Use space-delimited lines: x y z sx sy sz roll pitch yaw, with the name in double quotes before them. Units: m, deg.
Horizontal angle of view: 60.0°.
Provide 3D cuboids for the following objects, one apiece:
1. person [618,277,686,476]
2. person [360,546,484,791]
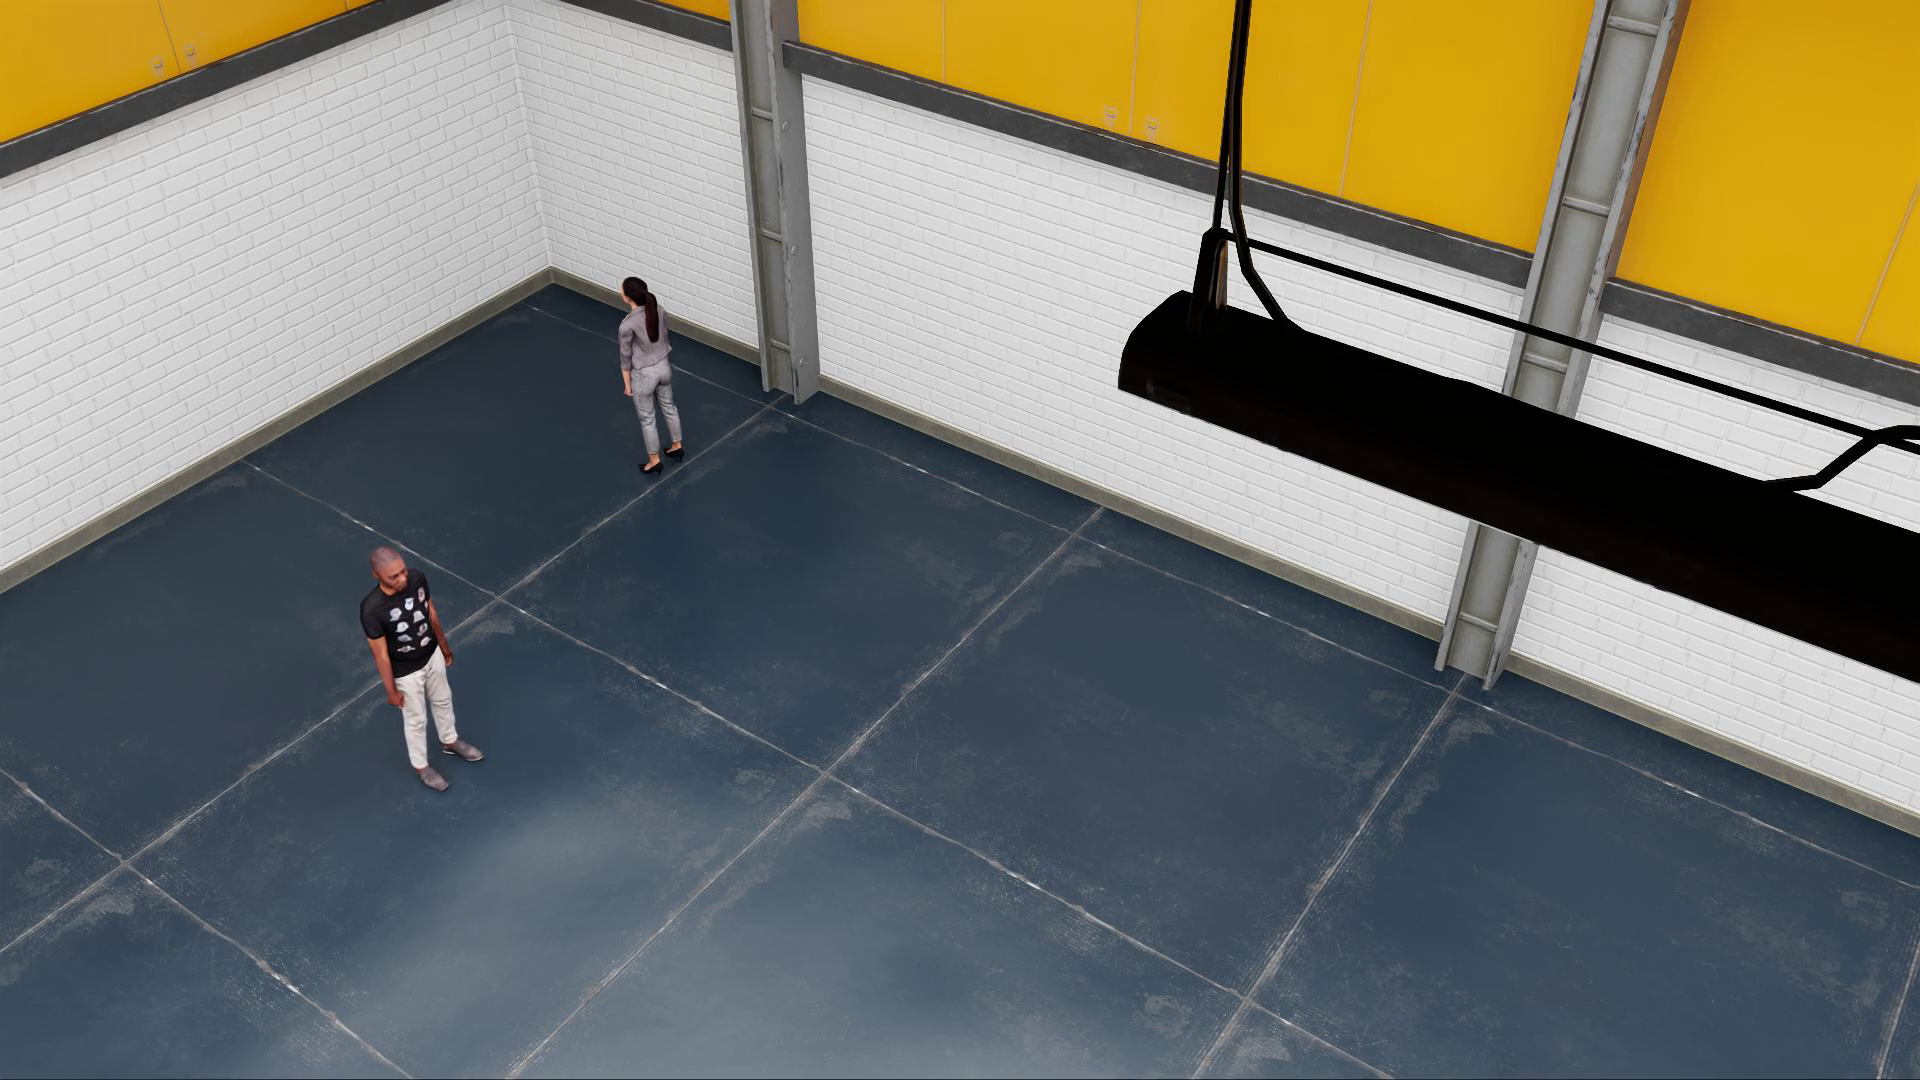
"person" -2.363 -1.252 12.700 0.567 1.674 0.612 26 45 29
"person" -3.327 0.739 10.105 0.629 1.801 0.682 19 42 22
